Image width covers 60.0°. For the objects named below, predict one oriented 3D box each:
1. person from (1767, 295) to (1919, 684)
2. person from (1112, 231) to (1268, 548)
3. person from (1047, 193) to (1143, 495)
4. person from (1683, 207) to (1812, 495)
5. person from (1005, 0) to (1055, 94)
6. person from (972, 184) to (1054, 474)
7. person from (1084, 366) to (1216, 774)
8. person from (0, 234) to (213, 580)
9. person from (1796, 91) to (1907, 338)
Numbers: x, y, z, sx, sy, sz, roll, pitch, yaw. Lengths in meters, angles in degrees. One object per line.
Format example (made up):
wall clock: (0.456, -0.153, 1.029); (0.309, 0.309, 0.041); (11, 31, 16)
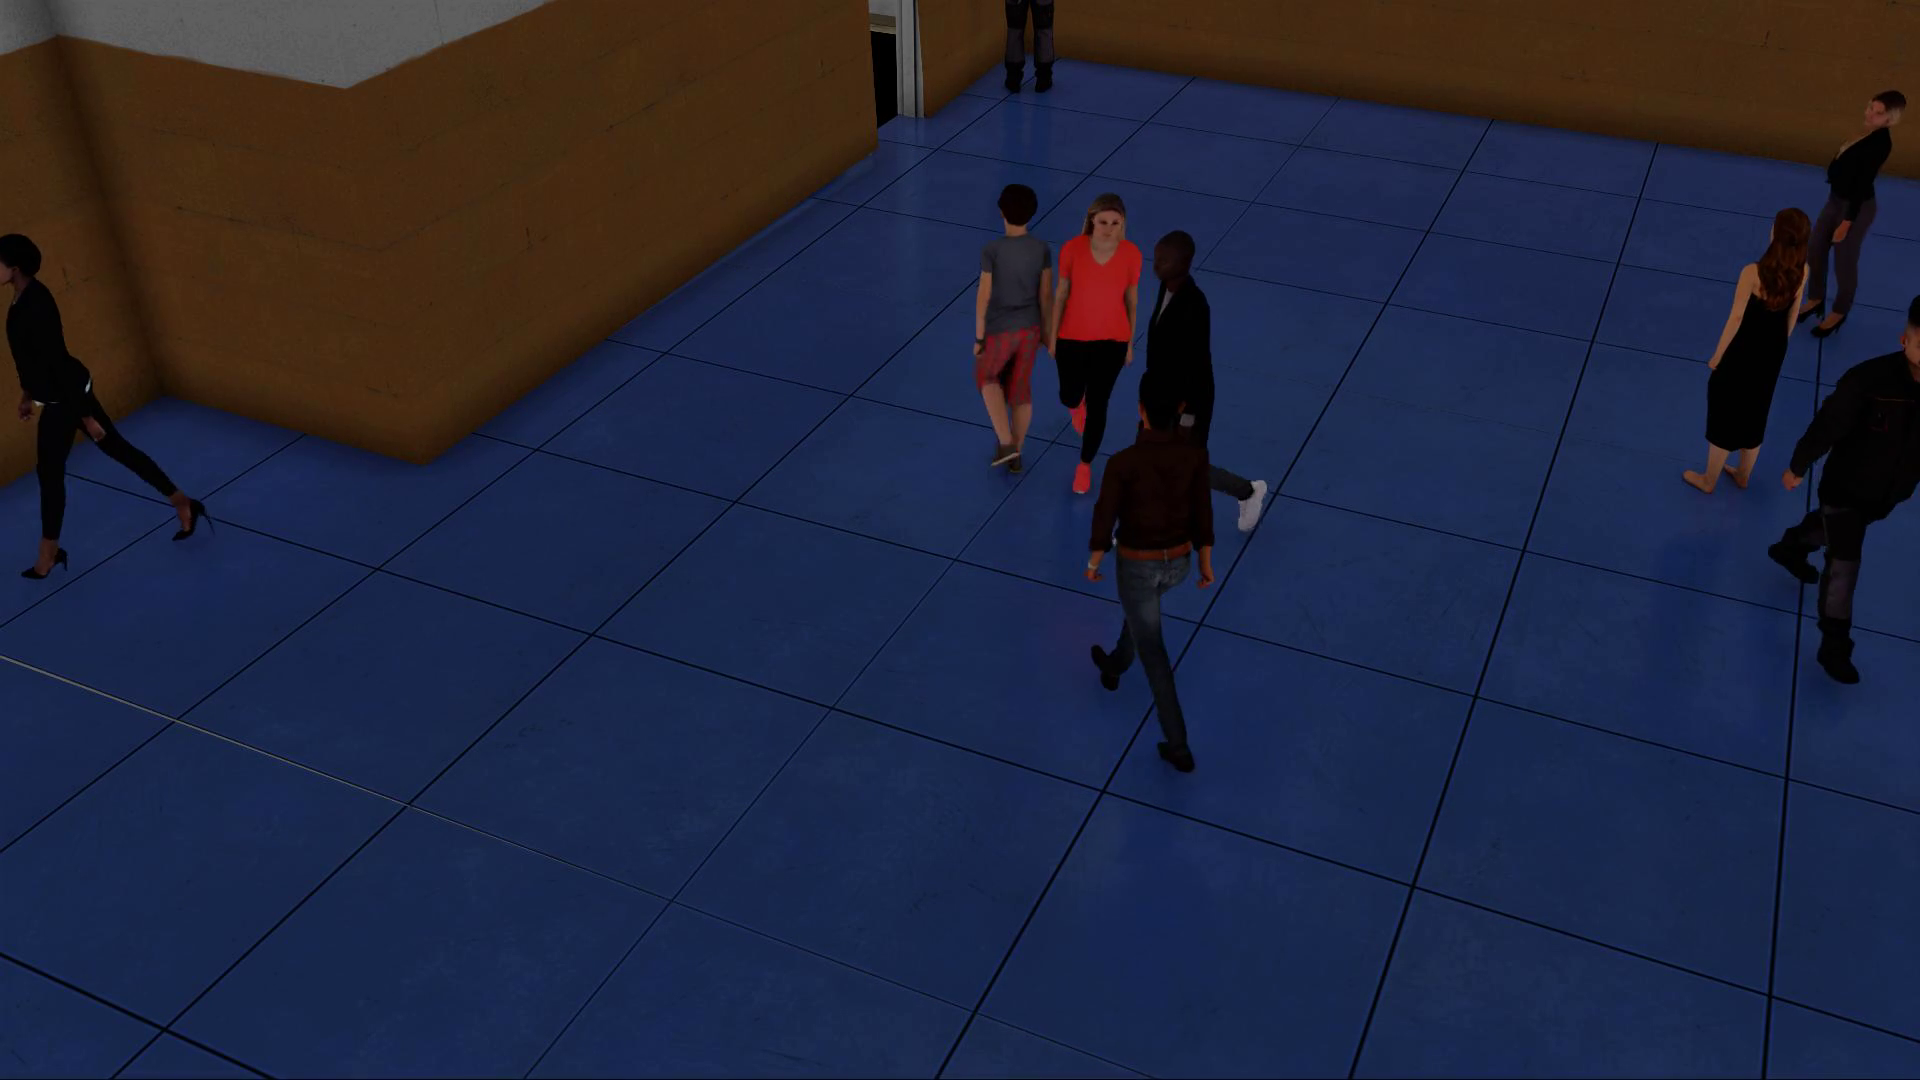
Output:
person: (4.122, -0.335, 7.647); (1.314, 1.804, 1.278); (-7, 34, -10)
person: (1.184, -0.705, 8.282); (1.170, 1.741, 1.075); (-11, 35, -16)
person: (0.719, -1.096, 8.933); (0.959, 1.671, 0.872); (6, 34, 9)
person: (4.201, -0.987, 8.811); (0.664, 1.624, 0.740); (-6, 34, -10)
person: (0.597, -4.847, 14.326); (0.684, 1.942, 0.840); (1, 34, 1)
person: (0.300, -1.054, 8.890); (0.789, 1.635, 0.847); (-8, 34, -12)
person: (0.842, 0.185, 6.963); (1.142, 1.720, 1.257); (-15, 36, -21)
person: (-4.261, -0.650, 8.160); (1.116, 1.785, 1.124); (-15, 37, -22)
person: (5.559, -2.008, 10.330); (0.726, 1.643, 0.721); (10, 35, 15)
